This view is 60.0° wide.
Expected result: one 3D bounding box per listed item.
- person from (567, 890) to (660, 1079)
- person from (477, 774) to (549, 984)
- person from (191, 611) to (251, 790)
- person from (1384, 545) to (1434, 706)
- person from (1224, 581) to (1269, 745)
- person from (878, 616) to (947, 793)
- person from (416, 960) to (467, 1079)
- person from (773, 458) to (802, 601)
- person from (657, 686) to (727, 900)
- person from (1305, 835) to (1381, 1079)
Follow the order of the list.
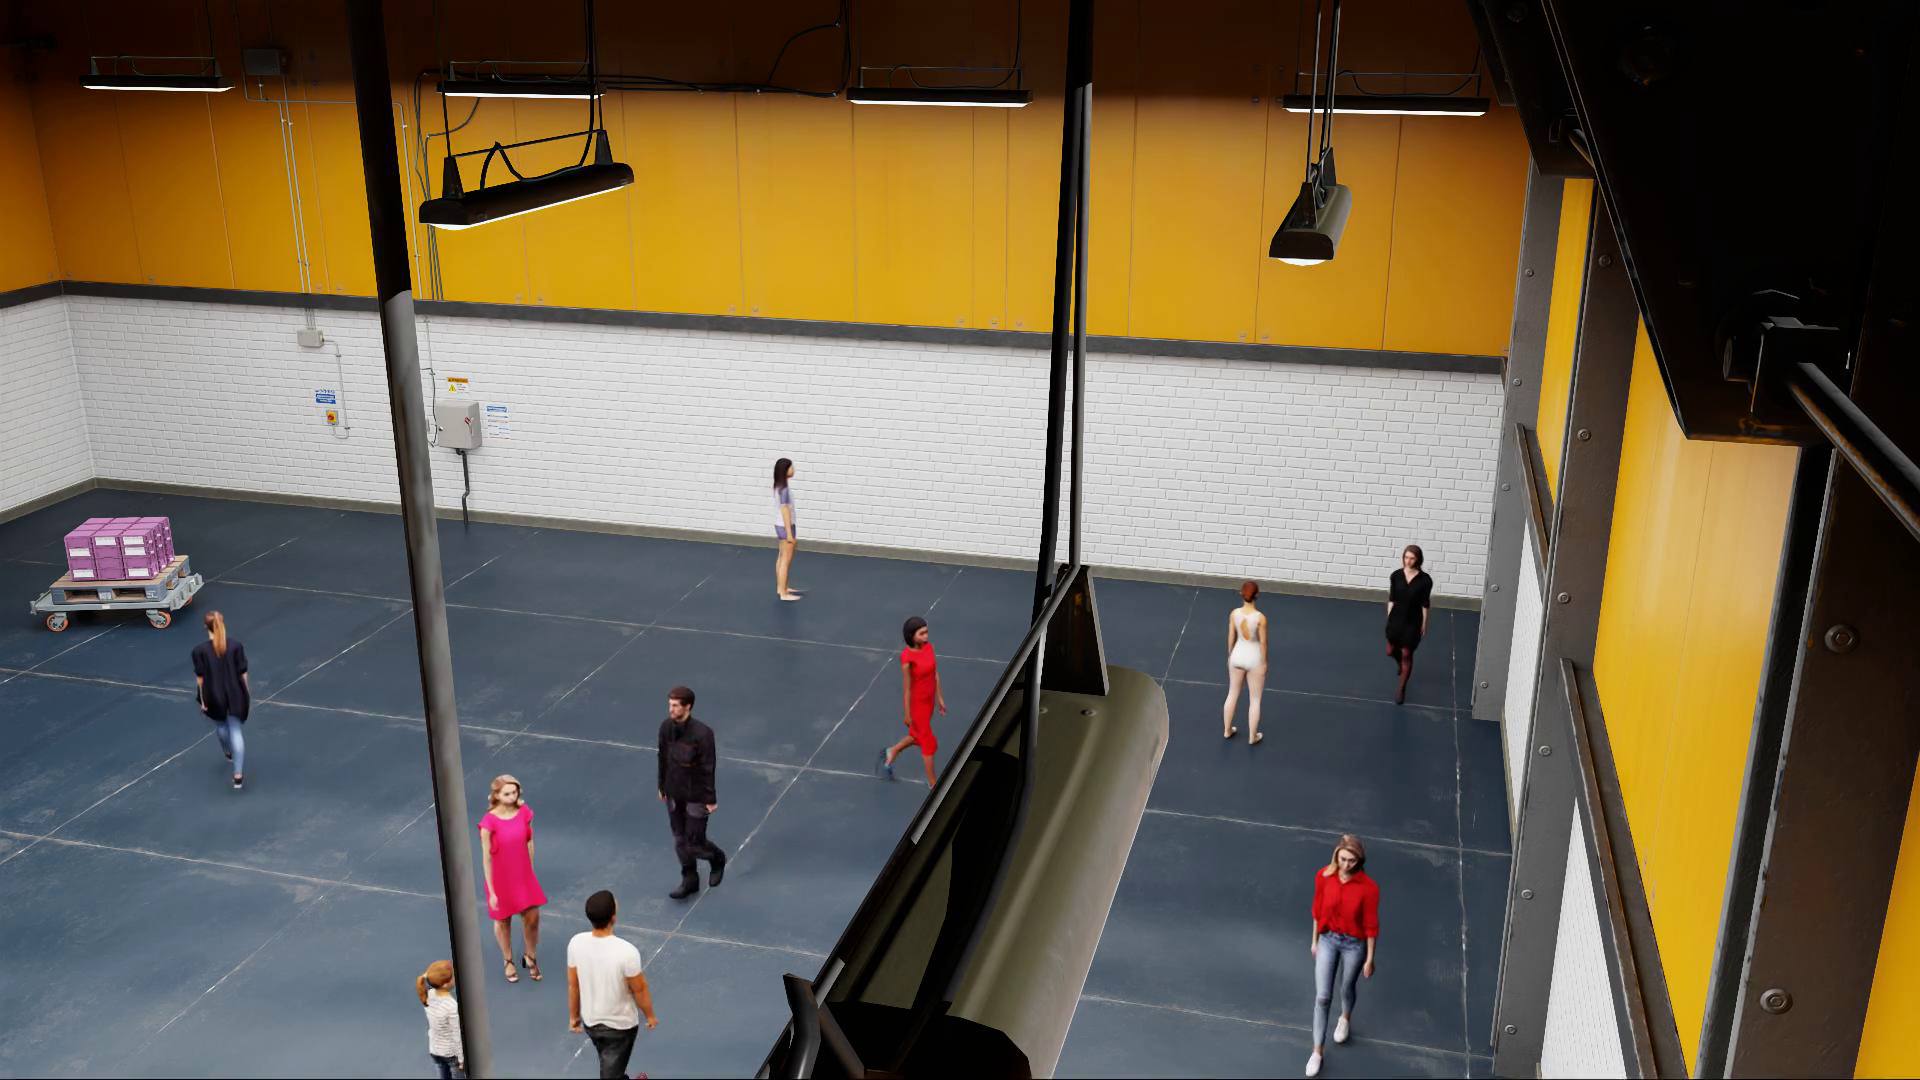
[{"bbox_3d":[-2.243,3.059,10.369,0.712,1.772,1.035,7,20,19],"label":"person"},{"bbox_3d":[-3.356,2.462,12.231,0.722,1.716,0.785,-13,22,-33],"label":"person"},{"bbox_3d":[-6.725,1.490,15.248,1.089,1.631,1.184,-9,21,-25],"label":"person"},{"bbox_3d":[4.610,0.835,17.098,0.682,1.691,0.826,9,21,25],"label":"person"},{"bbox_3d":[2.784,1.182,16.147,0.593,1.641,0.568,13,23,34],"label":"person"},{"bbox_3d":[-0.421,1.499,15.088,0.838,1.717,1.062,11,22,30],"label":"person"},{"bbox_3d":[-3.297,3.262,10.505,0.644,1.301,0.850,13,23,34],"label":"person"},{"bbox_3d":[-2.097,-0.144,19.943,0.713,1.731,0.586,-4,19,-13],"label":"person"},{"bbox_3d":[-2.120,2.015,13.383,0.843,1.826,0.873,12,22,32],"label":"person"},{"bbox_3d":[2.644,2.763,11.398,0.745,1.677,1.007,9,21,25],"label":"person"}]
